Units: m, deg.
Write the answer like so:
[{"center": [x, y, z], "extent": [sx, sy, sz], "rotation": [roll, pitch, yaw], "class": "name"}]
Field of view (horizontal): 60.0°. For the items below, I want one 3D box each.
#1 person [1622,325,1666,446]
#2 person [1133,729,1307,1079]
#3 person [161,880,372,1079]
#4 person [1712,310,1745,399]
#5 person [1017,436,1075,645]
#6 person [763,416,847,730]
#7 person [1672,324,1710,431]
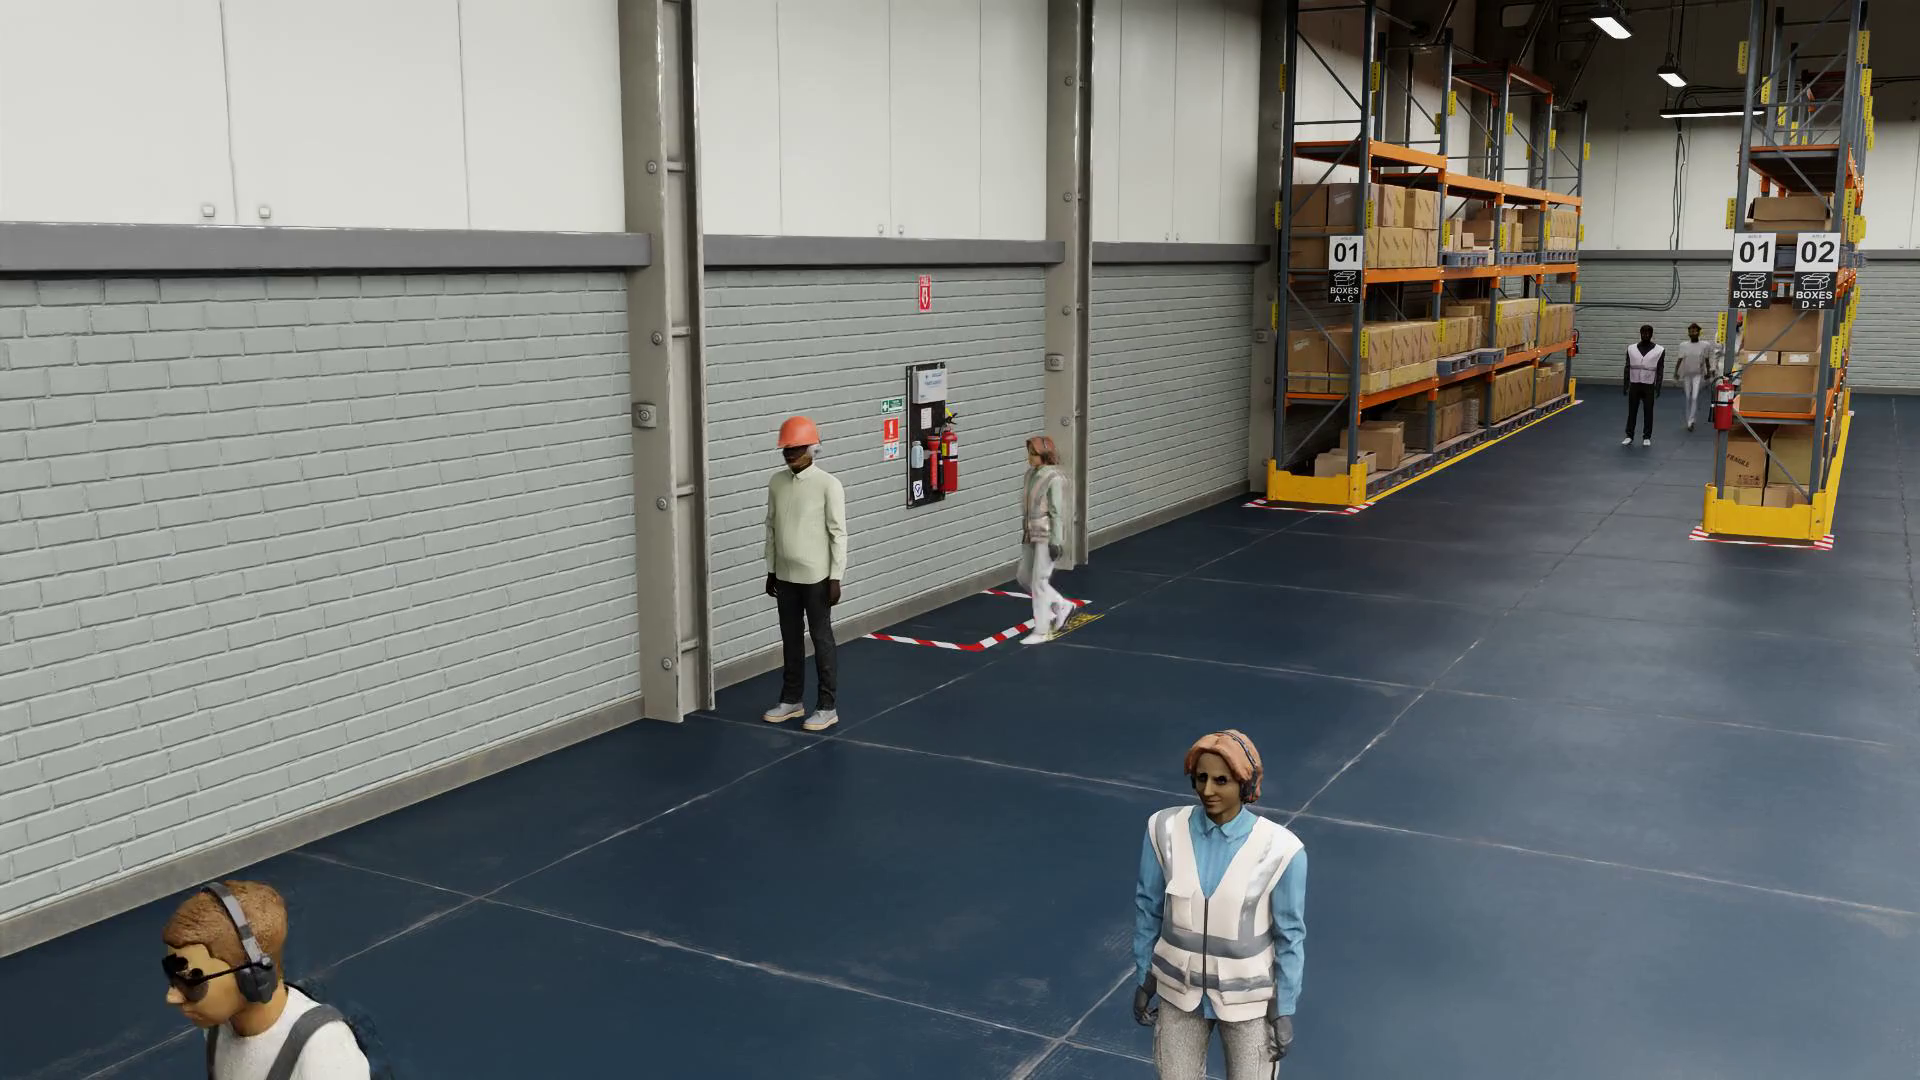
[{"center": [10.826, -2.453, 26.363], "extent": [0.593, 1.918, 0.391], "rotation": [6, 11, 32], "class": "person"}, {"center": [0.753, 1.353, 4.894], "extent": [0.514, 1.641, 0.307], "rotation": [5, 11, 25], "class": "person"}, {"center": [-1.283, 1.513, 3.552], "extent": [0.898, 1.797, 0.532], "rotation": [-10, 14, -44], "class": "person"}, {"center": [13.880, -3.119, 29.924], "extent": [0.617, 2.030, 0.573], "rotation": [5, 11, 27], "class": "person"}, {"center": [0.666, -0.003, 12.868], "extent": [0.435, 1.624, 0.532], "rotation": [-4, 11, -23], "class": "person"}, {"center": [-1.004, 0.207, 10.561], "extent": [0.625, 1.991, 0.391], "rotation": [7, 12, 35], "class": "person"}, {"center": [12.494, -2.770, 28.452], "extent": [0.566, 1.828, 0.900], "rotation": [7, 12, 36], "class": "person"}]
